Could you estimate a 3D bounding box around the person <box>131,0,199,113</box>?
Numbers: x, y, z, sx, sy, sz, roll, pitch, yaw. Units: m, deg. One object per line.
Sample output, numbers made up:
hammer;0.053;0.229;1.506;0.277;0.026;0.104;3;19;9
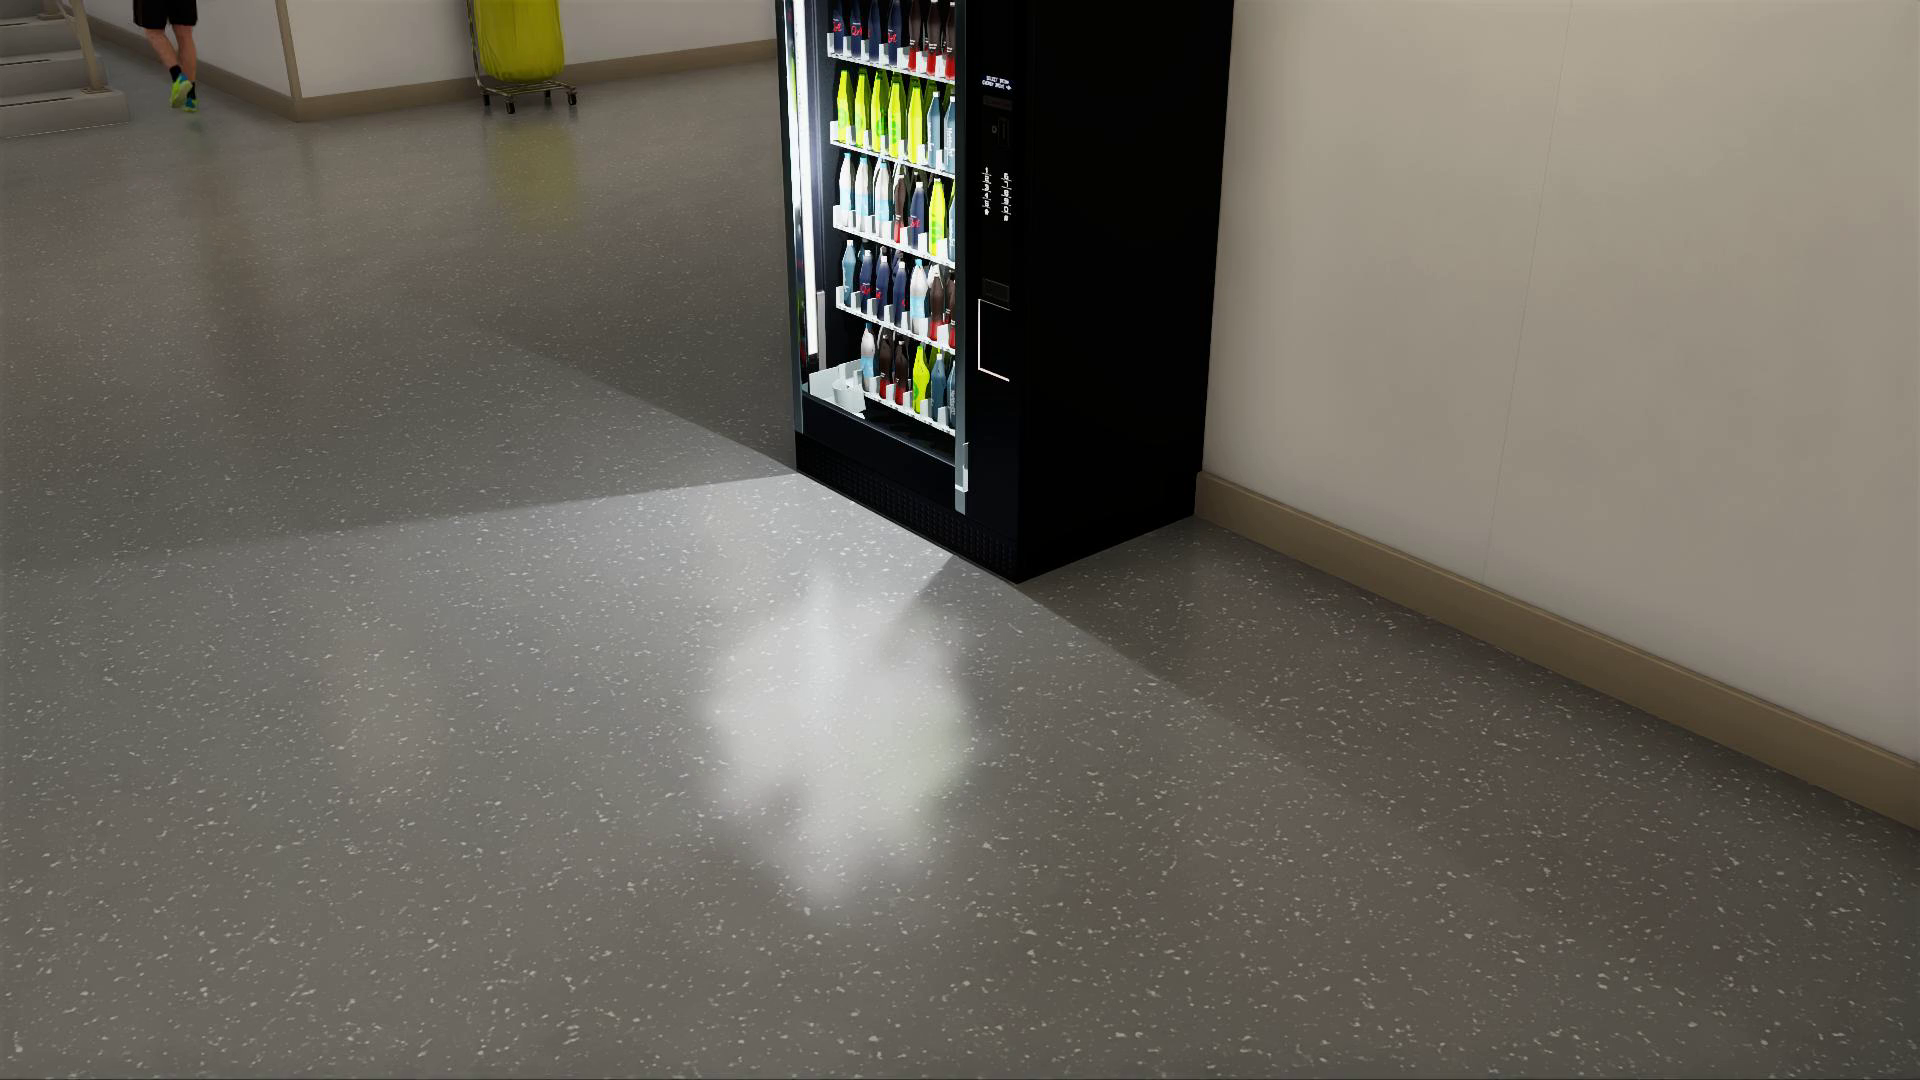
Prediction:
person;-5.464;-3.868;11.416;0.749;1.880;0.853;-16;30;-29
